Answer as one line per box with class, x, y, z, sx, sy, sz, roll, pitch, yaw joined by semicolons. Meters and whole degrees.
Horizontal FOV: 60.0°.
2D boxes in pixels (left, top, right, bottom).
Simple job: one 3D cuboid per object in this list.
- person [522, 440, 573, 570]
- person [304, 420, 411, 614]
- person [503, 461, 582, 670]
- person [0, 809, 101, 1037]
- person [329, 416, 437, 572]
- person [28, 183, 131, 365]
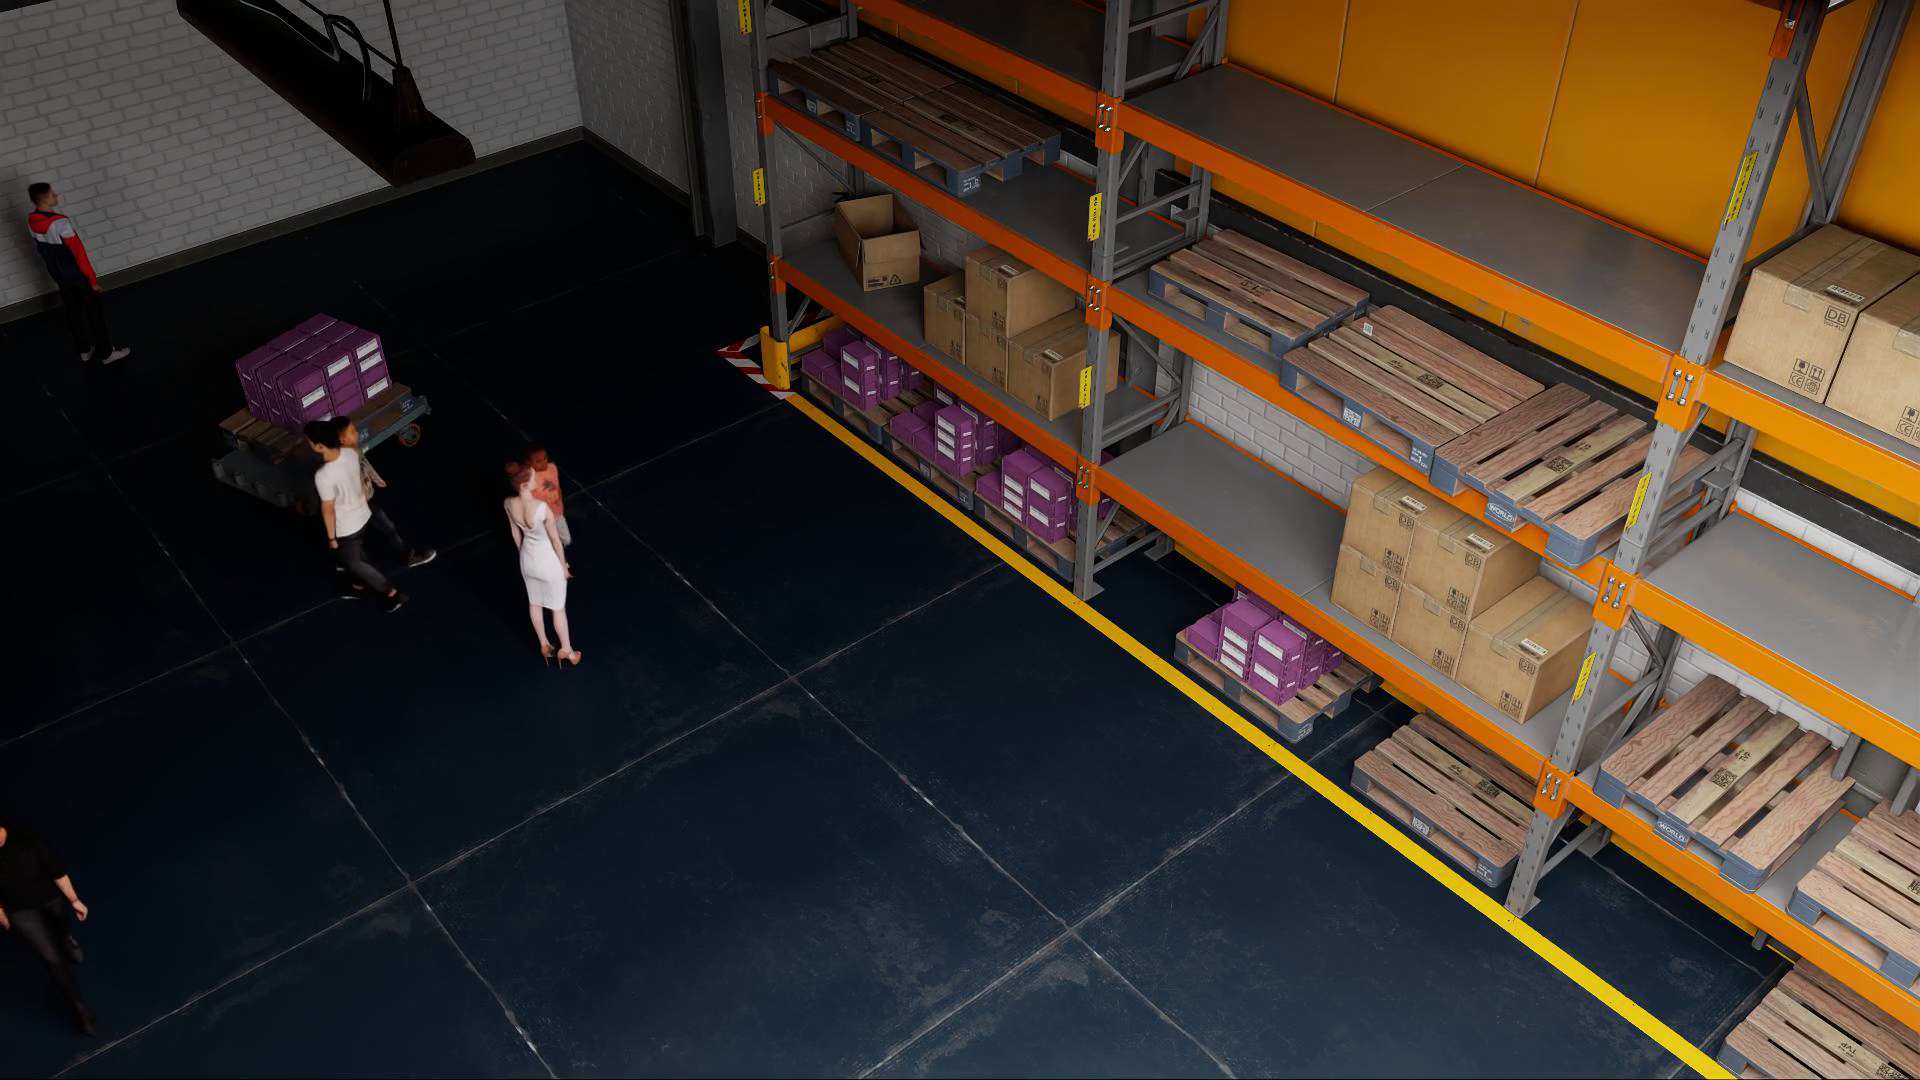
person;-3.210;-0.234;12.723;0.477;1.304;0.566;-28;46;-30
person;-4.476;-0.147;12.291;1.046;1.706;0.949;7;39;8
person;-2.983;0.185;11.806;0.559;1.792;0.689;16;41;19
person;-5.356;2.045;9.630;0.577;1.601;1.091;-28;46;-30
person;-4.660;-0.312;12.716;0.856;1.432;1.006;-12;40;-14
person;-8.075;-2.420;15.096;0.656;1.757;0.778;12;40;15
